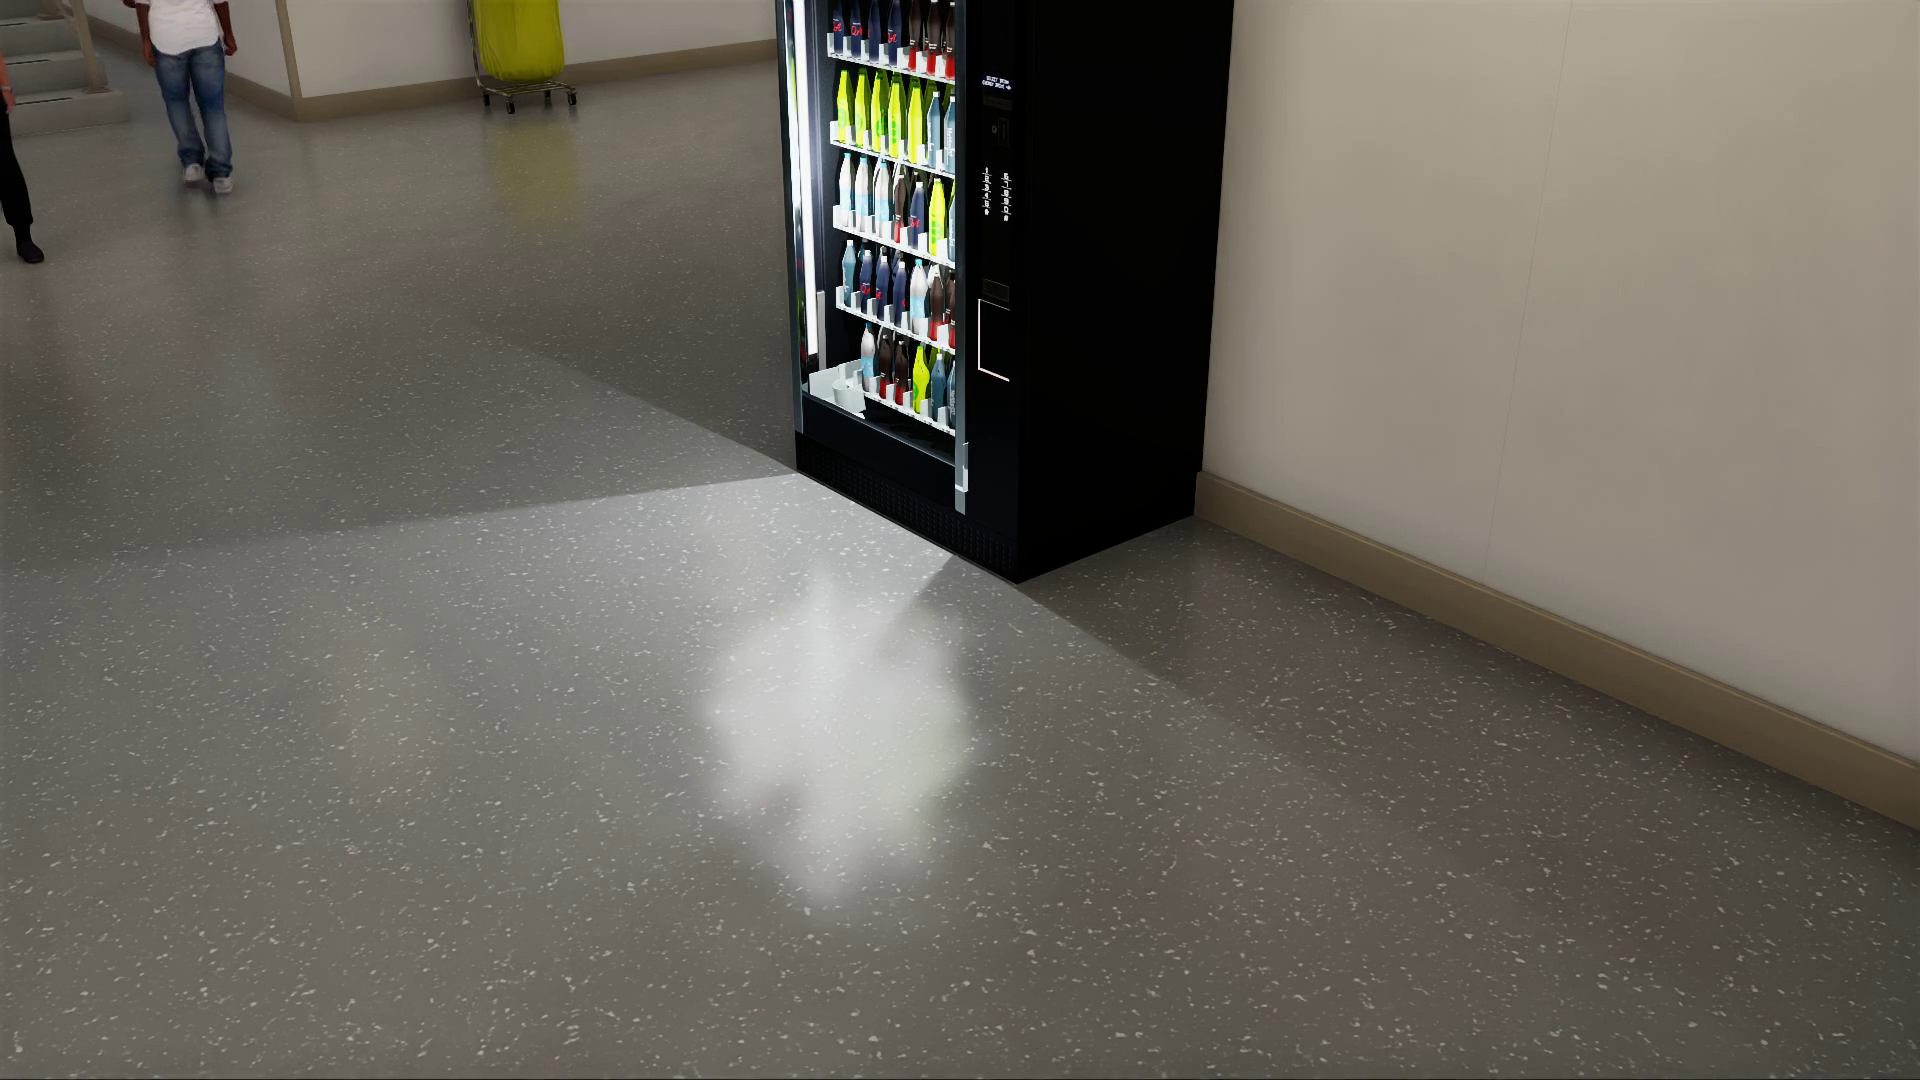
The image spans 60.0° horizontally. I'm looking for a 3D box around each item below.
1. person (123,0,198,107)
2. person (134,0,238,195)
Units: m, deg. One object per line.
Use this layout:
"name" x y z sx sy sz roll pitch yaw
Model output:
"person" -5.572 -3.884 11.539 0.707 1.802 0.920 -16 30 -30
"person" -4.396 -2.857 9.420 0.748 1.794 0.792 -11 28 -21
